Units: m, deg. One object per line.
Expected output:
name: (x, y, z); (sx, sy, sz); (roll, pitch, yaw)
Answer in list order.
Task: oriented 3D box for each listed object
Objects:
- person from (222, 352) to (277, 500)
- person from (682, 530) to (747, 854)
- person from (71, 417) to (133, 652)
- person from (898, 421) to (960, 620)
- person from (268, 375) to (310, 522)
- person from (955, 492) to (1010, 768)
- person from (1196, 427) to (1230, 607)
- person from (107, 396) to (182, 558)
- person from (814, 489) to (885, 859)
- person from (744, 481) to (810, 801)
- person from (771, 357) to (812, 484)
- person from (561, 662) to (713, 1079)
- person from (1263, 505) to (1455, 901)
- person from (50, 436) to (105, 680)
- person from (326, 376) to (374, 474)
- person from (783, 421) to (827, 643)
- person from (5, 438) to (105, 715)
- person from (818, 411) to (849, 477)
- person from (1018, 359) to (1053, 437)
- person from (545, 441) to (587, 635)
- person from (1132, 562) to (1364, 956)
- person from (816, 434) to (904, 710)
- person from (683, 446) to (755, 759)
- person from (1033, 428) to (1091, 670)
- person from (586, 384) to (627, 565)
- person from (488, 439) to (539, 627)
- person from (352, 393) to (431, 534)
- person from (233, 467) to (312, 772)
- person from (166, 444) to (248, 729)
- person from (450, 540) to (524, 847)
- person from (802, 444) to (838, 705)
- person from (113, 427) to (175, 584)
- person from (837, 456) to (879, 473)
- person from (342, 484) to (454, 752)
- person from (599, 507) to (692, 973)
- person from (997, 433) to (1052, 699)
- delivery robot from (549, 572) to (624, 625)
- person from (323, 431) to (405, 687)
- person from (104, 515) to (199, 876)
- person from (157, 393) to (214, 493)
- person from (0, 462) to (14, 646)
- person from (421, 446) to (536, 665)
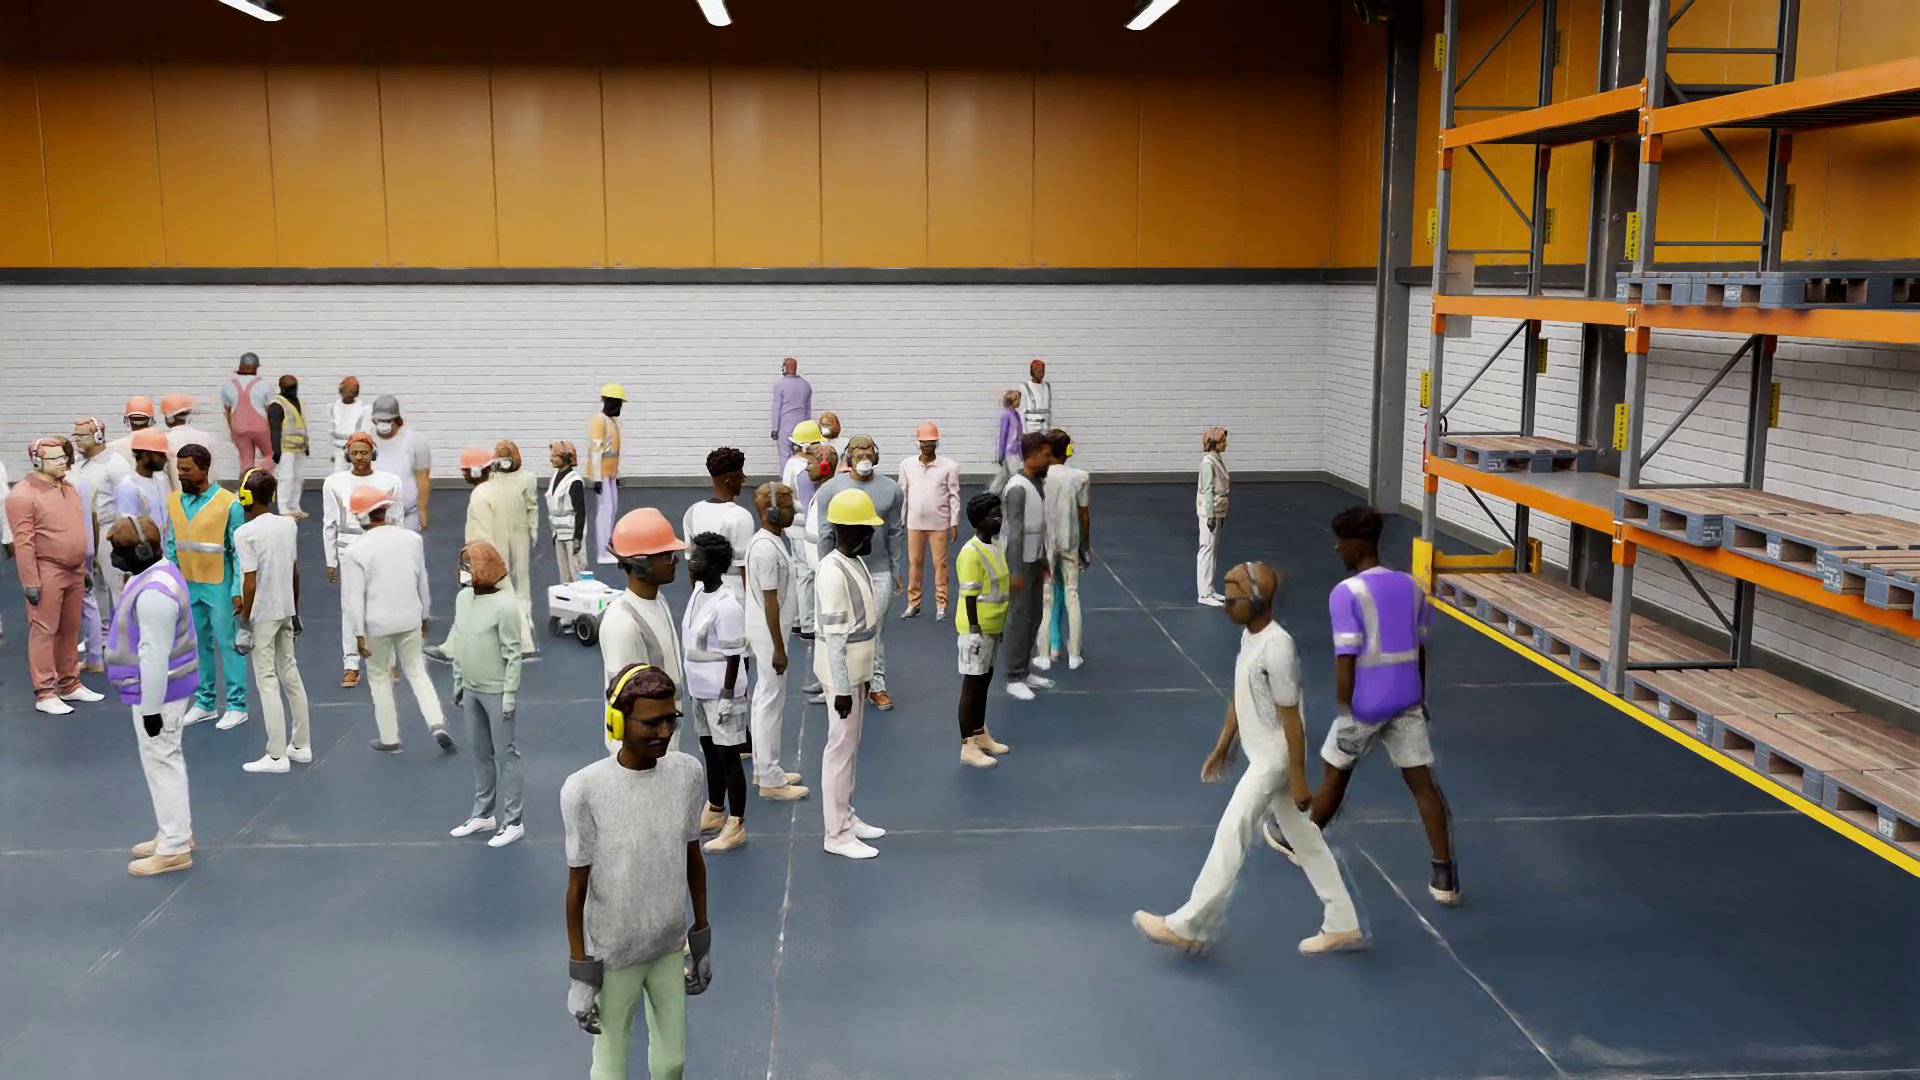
person: (-9.373, -1.498, 22.063); (0.693, 2.000, 0.536); (0, 9, 0)
person: (-1.298, 0.789, 8.770); (0.318, 1.699, 0.533); (-5, 11, -31)
person: (-6.875, -0.029, 13.260); (0.643, 1.908, 0.408); (4, 10, 23)
person: (-0.286, -0.168, 14.598); (0.573, 1.754, 0.326); (2, 9, 14)
person: (-8.194, -1.122, 20.405); (0.432, 1.823, 0.700); (1, 9, 9)
person: (0.145, 0.545, 10.312); (0.319, 1.697, 0.533); (3, 10, 18)
person: (2.323, -0.220, 15.294); (0.309, 1.641, 0.514); (3, 9, 16)
person: (-6.996, -0.243, 14.325); (0.610, 1.996, 0.386); (-4, 10, -25)
person: (-0.573, 0.686, 8.706); (0.368, 1.927, 0.589); (1, 9, 5)
person: (-1.073, 0.579, 9.633); (0.345, 1.847, 0.504); (-2, 9, -12)
person: (-2.346, -1.564, 22.938); (0.634, 1.899, 0.404); (-9, 13, -44)
person: (-0.982, 1.289, 5.144); (0.509, 1.860, 0.333); (-8, 12, -41)
person: (2.048, 0.779, 8.217); (0.704, 1.884, 1.071); (-6, 11, -31)
person: (-6.670, 0.135, 12.469); (0.346, 1.836, 0.518); (3, 10, 18)
person: (-7.141, -1.008, 19.574); (0.598, 1.848, 0.499); (0, 9, 1)
person: (-1.253, -0.071, 13.759); (0.403, 1.833, 0.586); (-3, 10, -19)
person: (-6.276, 0.240, 11.572); (0.407, 1.910, 0.638); (1, 9, 6)
person: (-1.354, -0.515, 17.163); (0.498, 1.633, 0.282); (-1, 9, -4)
person: (1.048, -1.539, 22.849); (0.588, 1.874, 0.348); (-7, 12, -39)
person: (-3.311, -0.025, 14.064); (0.315, 1.641, 0.514); (-7, 11, -36)
person: (1.325, 0.977, 7.351); (1.052, 1.780, 0.490); (1, 9, 5)
person: (-0.679, 0.231, 11.531); (0.629, 1.940, 0.373); (-3, 10, -20)
person: (-1.464, 0.389, 10.446); (0.604, 1.966, 0.367); (8, 12, 40)
person: (0.752, 0.071, 12.770); (0.507, 1.865, 0.329); (-1, 9, -4)
person: (-3.720, -0.702, 17.571); (0.444, 1.888, 0.695); (1, 9, 6)
person: (-3.866, -0.053, 14.268); (0.499, 1.633, 0.282); (-2, 9, -11)
person: (-4.977, -0.301, 14.547); (0.684, 2.000, 0.539); (-1, 9, -5)
person: (-4.217, 0.487, 10.139); (0.310, 1.868, 0.532); (3, 9, 17)
person: (-5.026, 0.304, 11.136); (0.597, 1.916, 0.371); (3, 9, 18)
person: (-2.525, 0.808, 8.858); (0.500, 1.633, 0.281); (7, 11, 36)
person: (-0.924, 0.235, 11.788); (0.378, 1.844, 0.569); (-2, 9, -12)
person: (-5.953, 0.137, 12.179); (0.432, 1.925, 0.571); (-1, 9, -3)
person: (-0.746, 0.191, 12.353); (0.324, 1.752, 0.563); (-1, 9, -4)
person: (-3.559, 0.509, 10.464); (0.632, 1.721, 0.581); (8, 12, 40)
person: (-1.326, 0.877, 7.130); (0.363, 2.047, 0.611); (0, 9, 2)
person: (0.446, 0.183, 11.990); (0.373, 1.899, 0.671); (3, 10, 21)
delivery robot: (-3.089, 0.507, 13.816); (0.707, 0.478, 0.477); (7, 11, 38)
person: (-4.382, 0.141, 12.268); (0.575, 1.882, 0.355); (-3, 10, -20)
person: (-4.096, 0.775, 8.456); (0.429, 1.833, 0.635); (-4, 10, -24)
person: (-7.076, -0.379, 15.289); (0.978, 1.960, 0.623); (5, 10, 27)
person: (-7.879, -0.001, 13.192); (0.597, 1.867, 0.581); (1, 9, 5)
person: (-3.736, 0.126, 12.907); (0.890, 1.698, 0.589); (0, 9, -1)
